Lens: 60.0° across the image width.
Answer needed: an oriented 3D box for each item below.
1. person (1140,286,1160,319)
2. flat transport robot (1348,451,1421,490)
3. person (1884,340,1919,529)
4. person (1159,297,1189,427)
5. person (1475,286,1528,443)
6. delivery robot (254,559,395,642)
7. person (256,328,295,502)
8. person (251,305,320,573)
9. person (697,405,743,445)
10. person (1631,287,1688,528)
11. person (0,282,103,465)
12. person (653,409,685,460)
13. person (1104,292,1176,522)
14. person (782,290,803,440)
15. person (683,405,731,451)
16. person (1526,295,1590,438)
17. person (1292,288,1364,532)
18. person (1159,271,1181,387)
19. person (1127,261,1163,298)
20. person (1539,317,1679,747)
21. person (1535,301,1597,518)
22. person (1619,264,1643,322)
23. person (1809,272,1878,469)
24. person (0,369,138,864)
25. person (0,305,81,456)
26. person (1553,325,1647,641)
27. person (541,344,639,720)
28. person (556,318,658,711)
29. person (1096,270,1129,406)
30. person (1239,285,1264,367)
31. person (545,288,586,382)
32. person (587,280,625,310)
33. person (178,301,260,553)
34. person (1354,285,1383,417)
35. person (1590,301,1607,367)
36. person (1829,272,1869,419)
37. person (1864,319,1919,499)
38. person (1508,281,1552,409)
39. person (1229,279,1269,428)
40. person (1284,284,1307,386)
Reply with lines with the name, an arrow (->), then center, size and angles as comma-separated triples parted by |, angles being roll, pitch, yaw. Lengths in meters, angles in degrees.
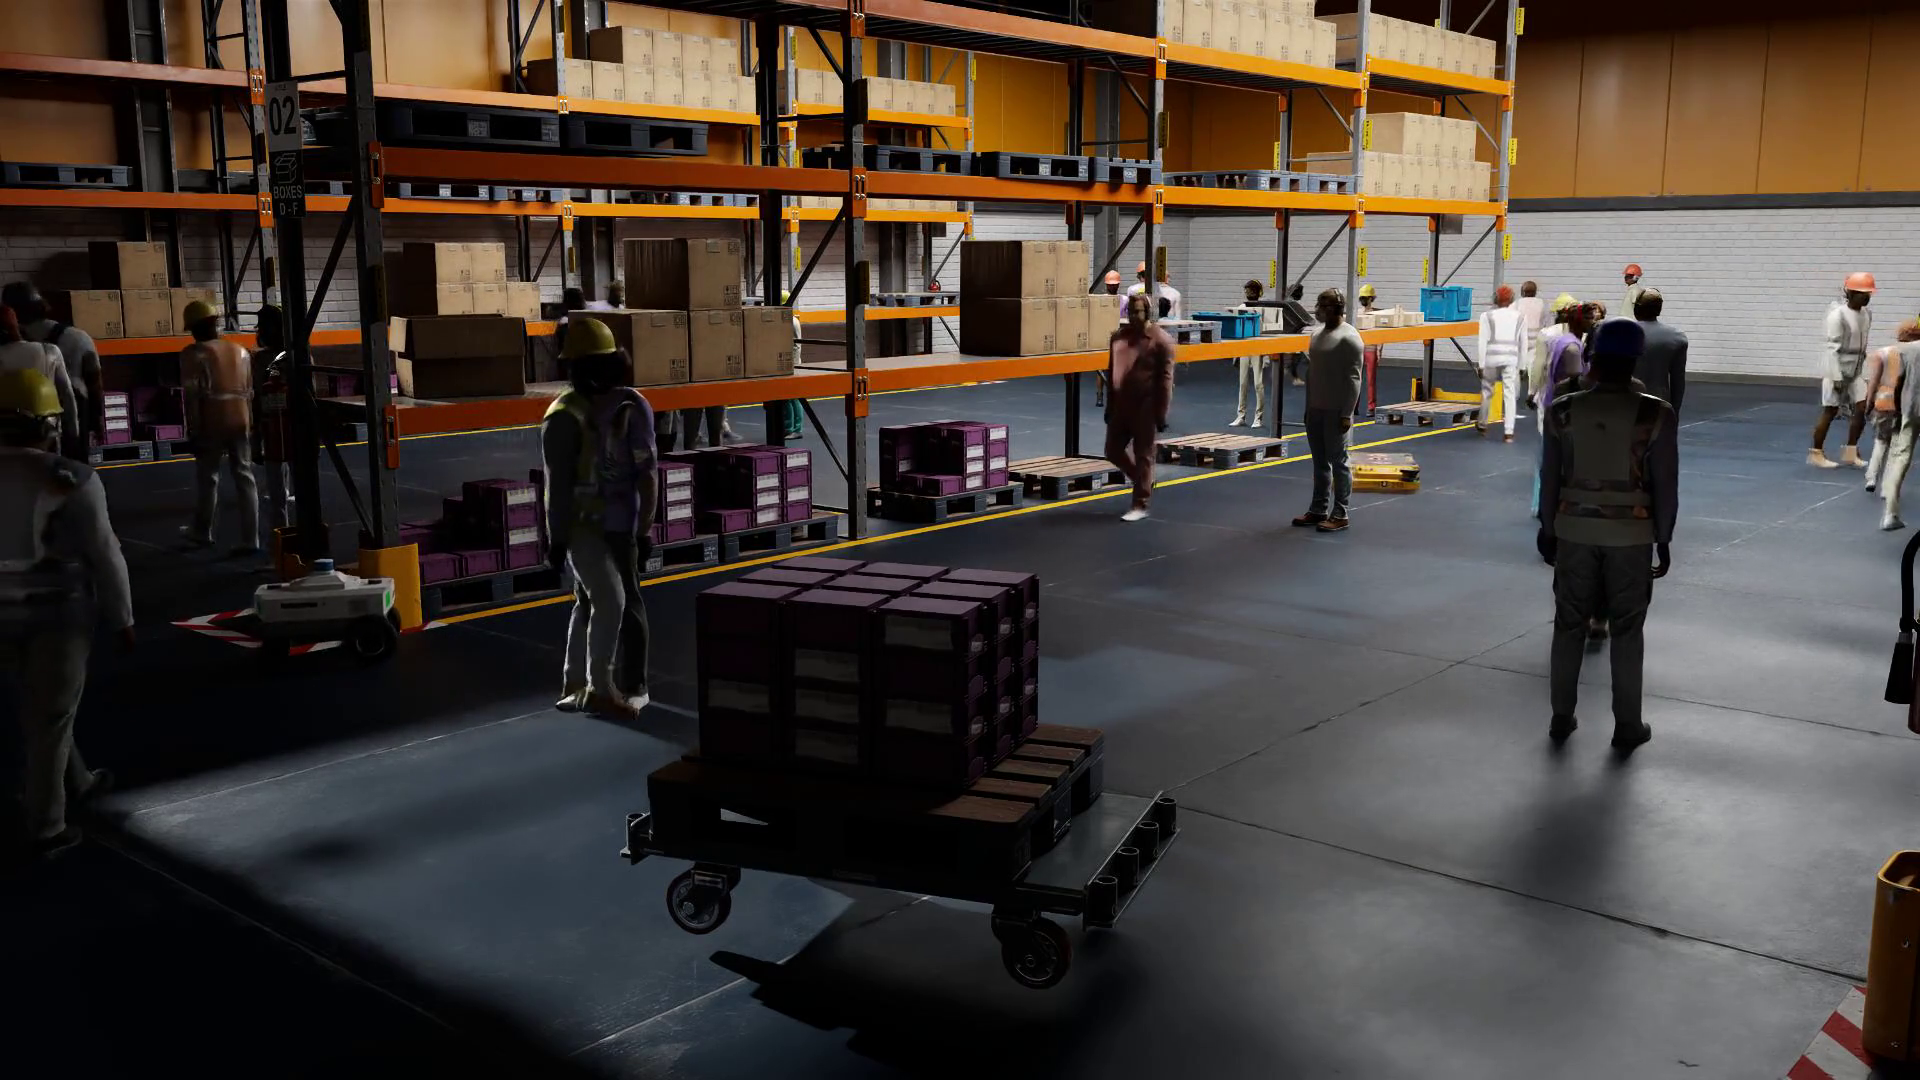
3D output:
person -> 2.611, -2.668, 23.143 | 0.314, 1.744, 0.487 | -3, 10, -18
flat transport robot -> 4.036, -0.678, 16.005 | 0.652, 0.197, 1.431 | 2, 10, 10
person -> 7.799, -1.000, 13.437 | 0.968, 1.818, 0.545 | -7, 12, -35
person -> 2.618, -2.261, 21.114 | 0.548, 1.642, 0.897 | -1, 10, -6
person -> 6.395, -2.081, 19.641 | 0.588, 1.806, 1.052 | 1, 10, 6
delivery robot -> -3.469, 0.346, 9.097 | 0.707, 0.478, 0.477 | -3, 10, -16
person -> -6.089, -1.153, 14.857 | 0.497, 1.625, 0.285 | 5, 11, 26
person -> -4.690, -0.691, 11.532 | 0.536, 1.869, 0.312 | 2, 10, 14
person -> -2.808, -2.054, 19.028 | 0.789, 1.955, 0.624 | 0, 10, -3
person -> 5.499, -1.057, 13.415 | 0.629, 1.940, 0.372 | 2, 10, 10
person -> -6.742, -0.912, 12.298 | 0.722, 2.000, 0.535 | -6, 11, -29
person -> -2.557, -1.263, 14.581 | 0.347, 1.943, 0.544 | 1, 10, 8
person -> 1.484, -1.105, 13.808 | 0.669, 1.892, 0.485 | 9, 14, 43
person -> -2.054, -2.063, 19.663 | 0.326, 1.760, 0.524 | -6, 12, -30
person -> -2.462, -1.470, 16.065 | 0.591, 1.834, 0.404 | -3, 10, -17
person -> 5.830, -1.442, 16.052 | 0.636, 1.793, 0.763 | -2, 10, -14
person -> 2.954, -1.037, 13.304 | 0.372, 1.940, 0.630 | -4, 11, -23
person -> 3.267, -3.409, 26.940 | 0.649, 1.898, 0.396 | 4, 11, 19
person -> 2.918, -3.403, 26.479 | 0.614, 2.040, 0.390 | -3, 10, -17
person -> 2.934, -0.033, 7.557 | 0.601, 1.948, 0.386 | 7, 12, 33
person -> 5.167, -1.046, 13.706 | 0.771, 1.819, 0.579 | 4, 11, 23
person -> 10.742, -3.416, 26.686 | 0.382, 1.995, 0.622 | 2, 10, 13
person -> 9.024, -1.695, 16.842 | 0.689, 2.010, 0.719 | -5, 11, -26
person -> -3.409, 0.254, 6.329 | 0.621, 1.802, 0.820 | 1, 10, 5
person -> -6.581, -0.718, 11.744 | 0.681, 1.859, 0.353 | -9, 13, -41
person -> 3.648, -0.324, 9.601 | 0.545, 1.807, 0.914 | 5, 11, 26
person -> -1.721, -0.046, 8.027 | 0.637, 1.807, 0.686 | 3, 10, 15
person -> -1.729, -0.100, 8.000 | 0.594, 1.924, 0.384 | 5, 11, 28
person -> 2.168, -2.863, 23.700 | 0.548, 1.936, 0.379 | -1, 10, -3
person -> 5.462, -3.979, 31.007 | 0.845, 1.598, 0.537 | -6, 12, -32
person -> -3.798, -1.499, 16.116 | 0.425, 1.873, 0.650 | -2, 10, -9
person -> -4.079, -2.065, 19.305 | 0.425, 1.882, 0.719 | 8, 13, 38
person -> -5.539, -0.834, 12.370 | 0.960, 1.854, 0.601 | 7, 12, 35
person -> 5.416, -2.528, 22.284 | 0.551, 1.766, 0.335 | 7, 12, 36
person -> 7.511, -2.019, 19.753 | 0.514, 1.636, 0.315 | 2, 10, 14
person -> 11.726, -2.557, 21.953 | 0.545, 1.941, 0.351 | -2, 10, -10
person -> 8.450, -1.173, 14.967 | 0.520, 1.619, 0.429 | 9, 14, 43
person -> 8.021, -2.754, 23.479 | 0.637, 1.805, 0.934 | 1, 10, 7
person -> 3.661, -2.333, 20.911 | 0.508, 1.861, 0.329 | 7, 12, 36
person -> 5.410, -3.331, 27.051 | 0.600, 1.682, 0.541 | -5, 11, -25
